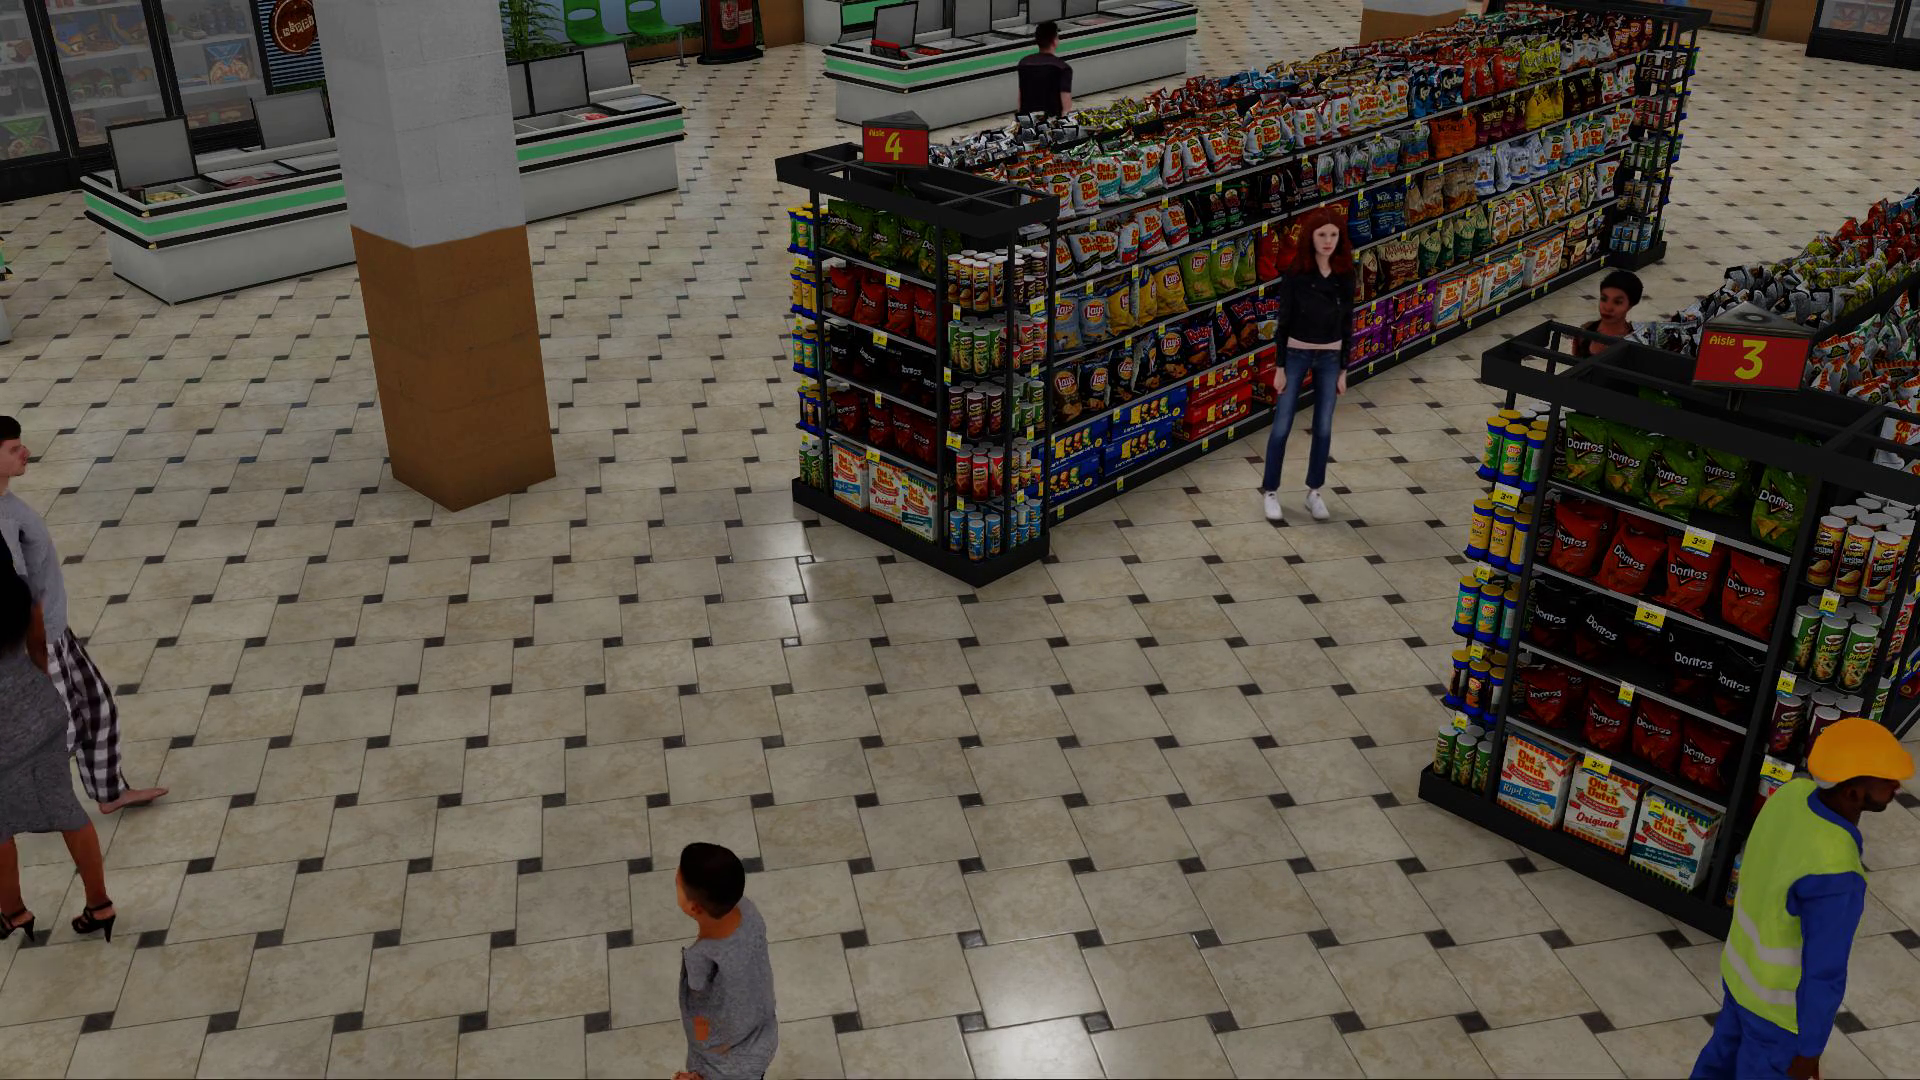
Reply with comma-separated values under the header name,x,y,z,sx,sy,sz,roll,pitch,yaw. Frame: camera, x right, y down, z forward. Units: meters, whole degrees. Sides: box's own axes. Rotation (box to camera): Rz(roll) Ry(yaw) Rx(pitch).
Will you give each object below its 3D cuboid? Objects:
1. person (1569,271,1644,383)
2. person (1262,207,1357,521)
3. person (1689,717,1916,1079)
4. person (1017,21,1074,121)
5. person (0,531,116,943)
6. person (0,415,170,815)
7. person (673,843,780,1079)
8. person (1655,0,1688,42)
name,x,y,z,sx,sy,sz,roll,pitch,yaw
person,3.295,-0.563,8.517,0.595,1.663,1.155,23,35,37
person,1.925,-0.952,9.149,0.640,1.785,0.702,0,27,0
person,2.329,1.271,4.735,0.808,1.813,0.717,3,27,6
person,0.641,-3.317,13.799,0.907,1.797,1.249,16,31,29
person,-3.259,0.716,5.878,0.824,1.769,0.776,9,28,17
person,-3.691,0.401,6.440,1.096,1.821,0.774,-16,31,-29
person,-0.605,1.445,4.796,0.732,1.447,0.672,16,31,29
person,8.906,-6.698,20.677,0.959,1.606,0.988,-3,27,-7
